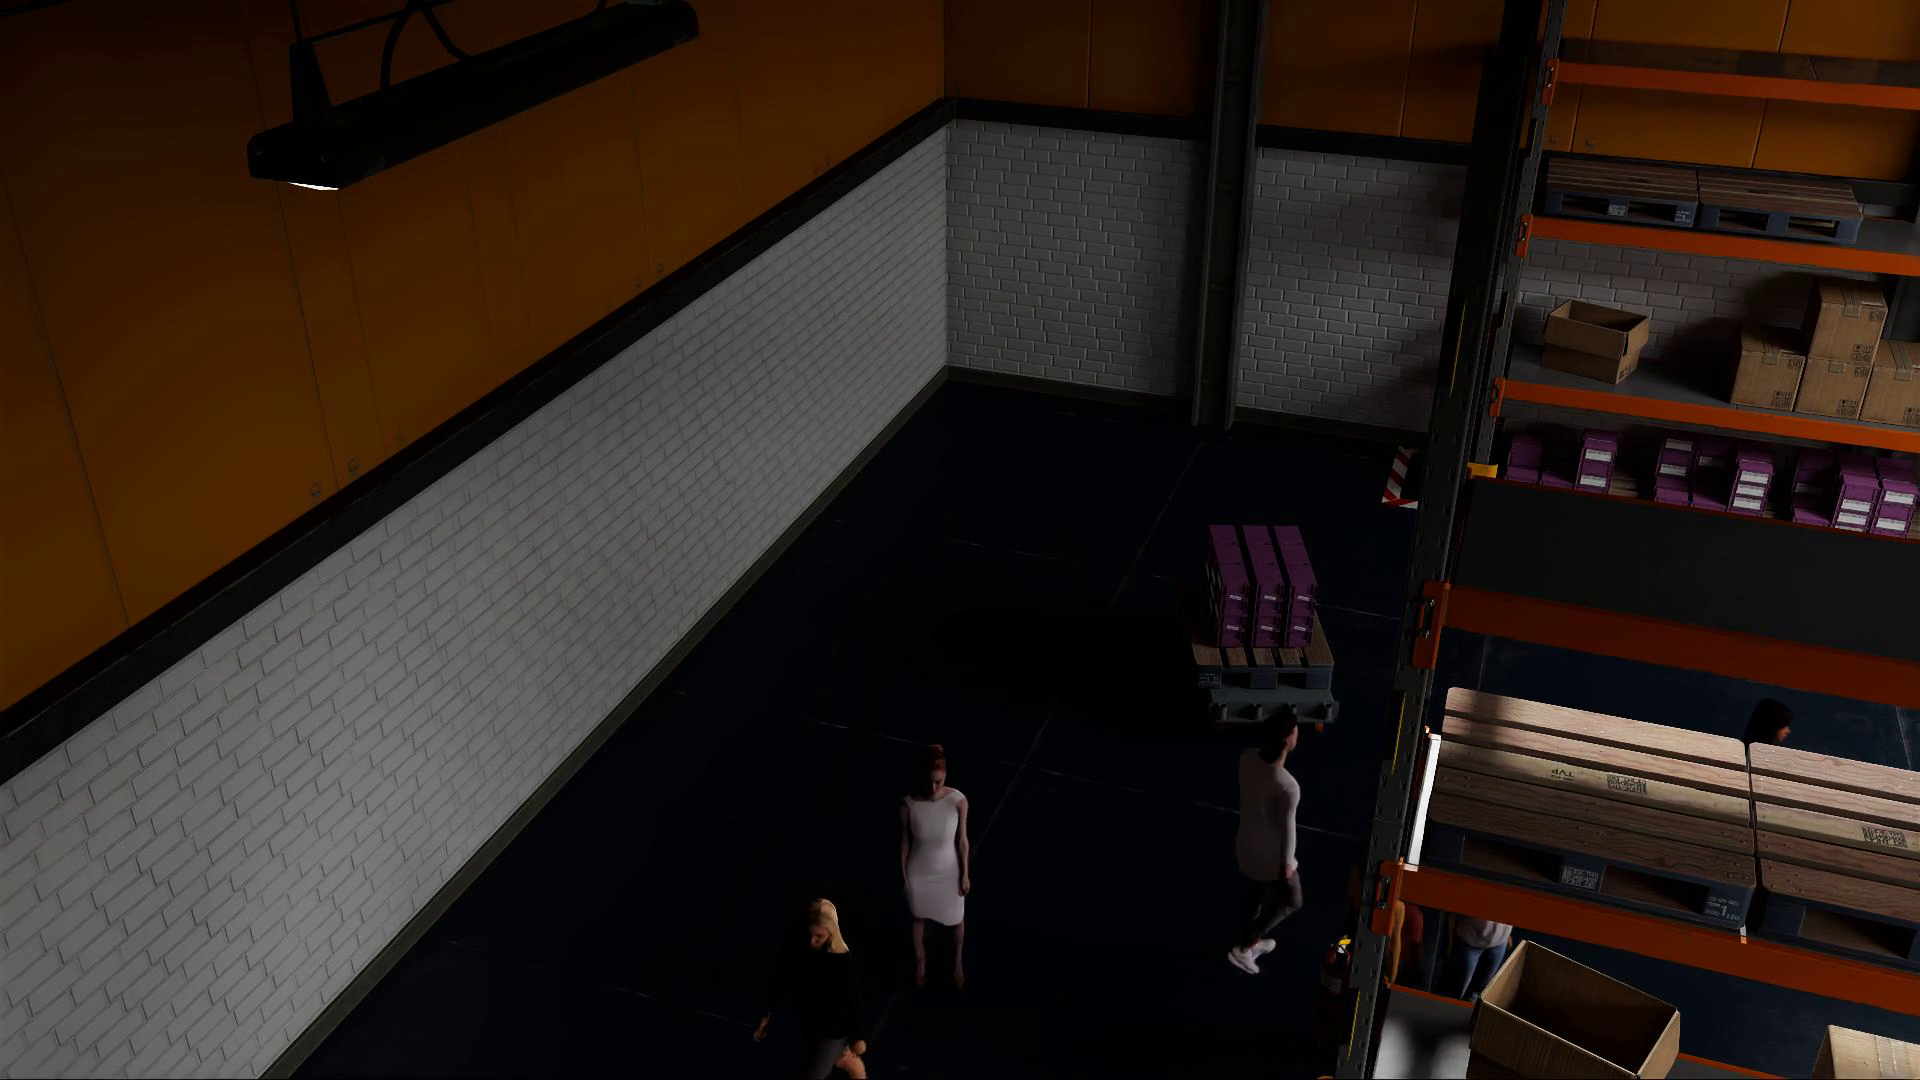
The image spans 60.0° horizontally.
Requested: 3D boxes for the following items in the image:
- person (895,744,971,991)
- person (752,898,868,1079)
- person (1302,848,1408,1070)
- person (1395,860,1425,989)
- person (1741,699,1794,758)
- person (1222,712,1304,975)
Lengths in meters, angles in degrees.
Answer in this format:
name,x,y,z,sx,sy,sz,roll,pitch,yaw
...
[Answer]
name,x,y,z,sx,sy,sz,roll,pitch,yaw
person,-0.147,1.900,9.576,0.627,1.784,0.722,-1,29,-2
person,-0.618,2.479,8.511,1.056,1.787,1.184,-22,36,-35
person,2.164,2.271,9.043,0.927,1.642,0.897,-16,33,-27
person,2.377,2.337,9.276,0.751,1.303,0.700,-15,32,-25
person,4.738,1.673,10.141,0.541,1.641,0.593,6,29,11
person,1.730,1.809,9.696,0.908,1.828,0.847,-13,31,-22
